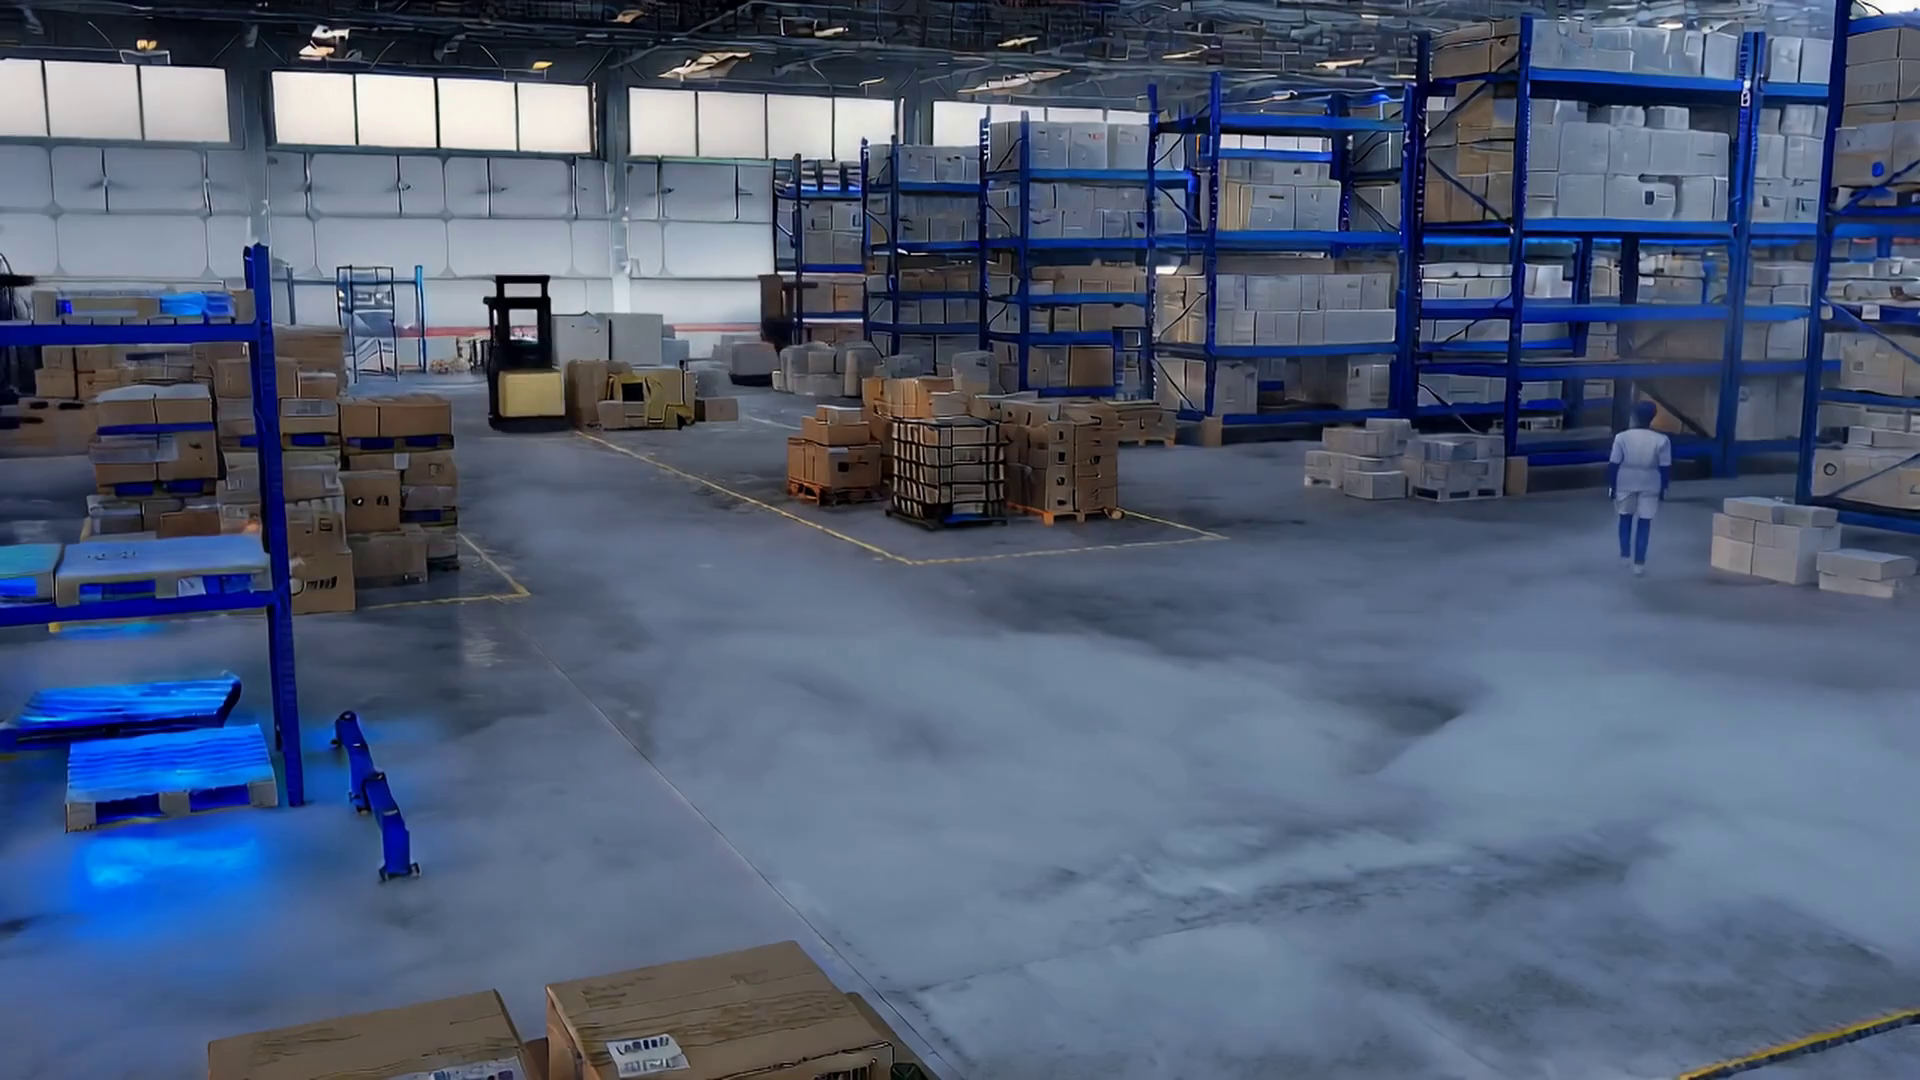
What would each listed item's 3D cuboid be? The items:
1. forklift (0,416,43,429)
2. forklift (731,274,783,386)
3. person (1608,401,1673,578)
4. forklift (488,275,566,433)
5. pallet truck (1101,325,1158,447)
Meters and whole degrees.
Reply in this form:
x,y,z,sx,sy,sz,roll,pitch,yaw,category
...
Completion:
x,y,z,sx,sy,sz,roll,pitch,yaw,category
-18.218,-3.468,30.602,1.873,2.768,1.129,-1,9,-5,forklift
-4.824,-5.362,42.352,1.873,2.768,1.129,-4,10,-25,forklift
6.518,-0.499,15.923,0.547,1.667,0.742,5,10,28,person
-7.931,-3.420,30.308,1.129,2.768,1.873,-4,10,-25,forklift
2.881,-2.596,27.923,0.823,1.965,1.885,-1,9,-7,pallet truck
